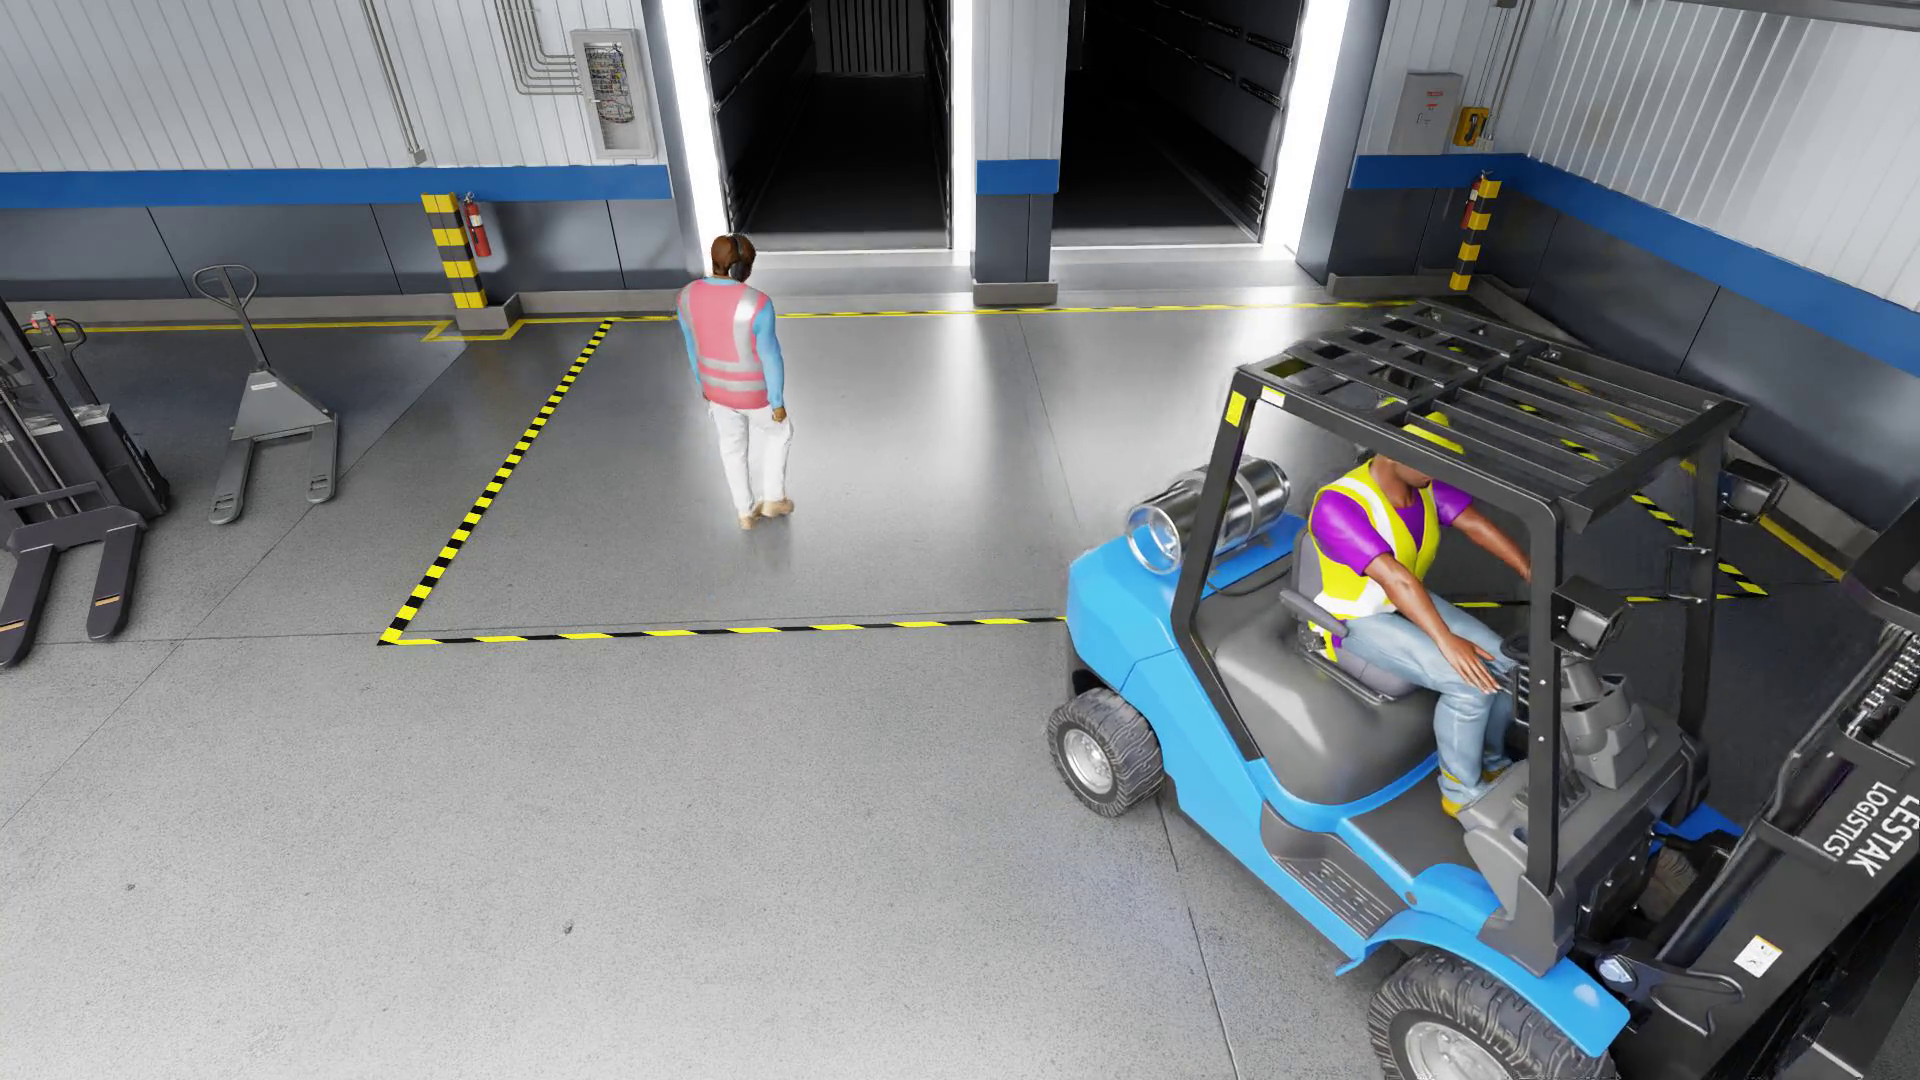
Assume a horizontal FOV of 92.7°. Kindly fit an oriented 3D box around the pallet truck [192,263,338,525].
[{"bbox_3d":[-4.778,-1.027,6.128,0.680,1.201,1.601,-17,38,-23],"label":"pallet truck"}]

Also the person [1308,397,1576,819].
[{"bbox_3d":[1.610,0.256,2.984,0.635,1.293,1.004,-22,41,-29],"label":"person"}]

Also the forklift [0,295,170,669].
[{"bbox_3d":[-5.212,-0.618,4.878,0.823,1.965,1.885,-20,39,-26],"label":"forklift"}]

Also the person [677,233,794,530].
[{"bbox_3d":[-1.287,-0.887,5.419,0.646,1.817,0.463,11,36,16],"label":"person"}]

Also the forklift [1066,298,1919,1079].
[{"bbox_3d":[1.581,0.379,3.134,1.157,2.036,2.680,-22,41,-29],"label":"forklift"}]
